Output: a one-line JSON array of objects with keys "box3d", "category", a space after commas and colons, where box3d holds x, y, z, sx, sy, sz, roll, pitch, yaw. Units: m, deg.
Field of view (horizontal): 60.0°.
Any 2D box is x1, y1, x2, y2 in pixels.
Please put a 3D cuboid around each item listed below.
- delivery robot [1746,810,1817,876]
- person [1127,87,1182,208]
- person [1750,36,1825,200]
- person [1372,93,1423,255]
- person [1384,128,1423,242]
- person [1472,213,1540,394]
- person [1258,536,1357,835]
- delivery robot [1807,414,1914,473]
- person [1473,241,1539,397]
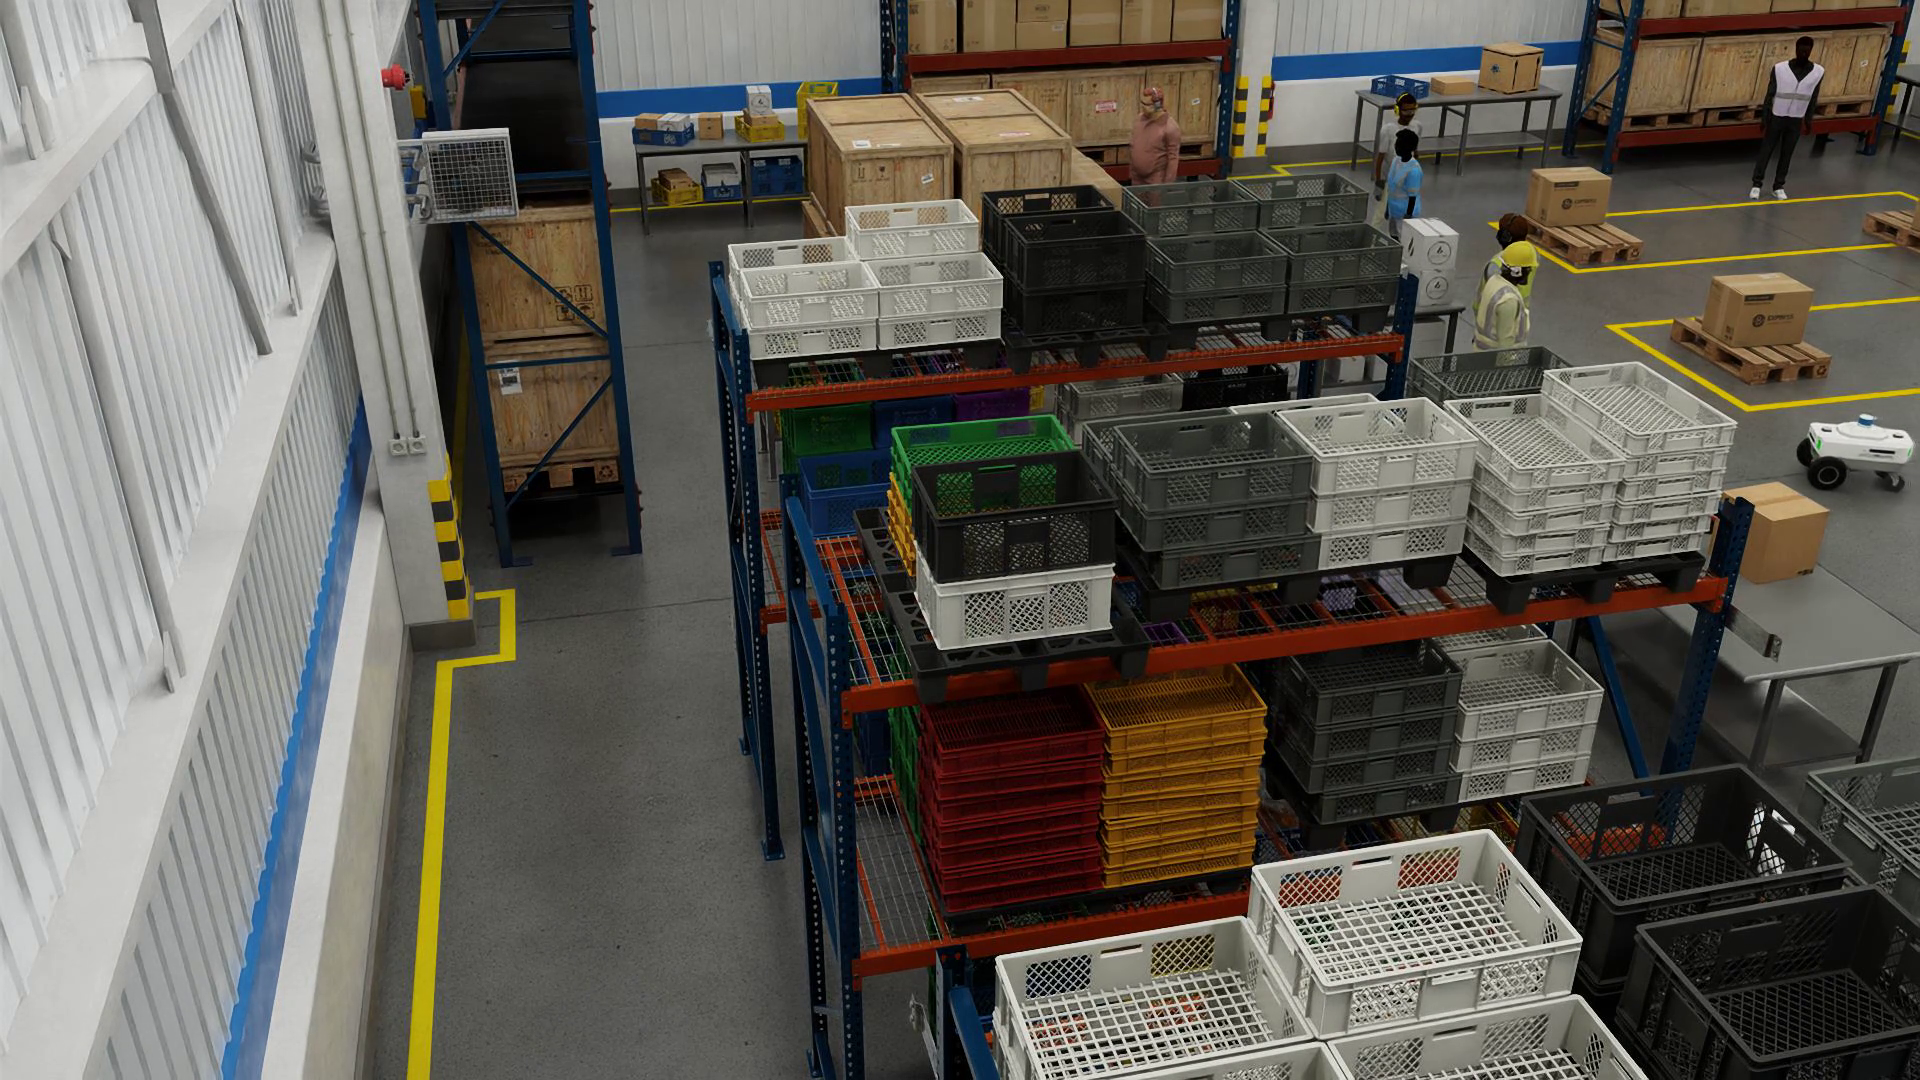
[{"box3d": [4.263, 1.668, 8.453, 0.477, 0.478, 0.707, 2, 28, 4], "category": "delivery robot"}, {"box3d": [1.988, -3.796, 17.485, 0.406, 1.902, 0.636, -20, 34, -33], "category": "person"}, {"box3d": [9.847, -5.024, 19.796, 0.590, 1.919, 0.397, 5, 28, 10], "category": "person"}, {"box3d": [4.590, -3.778, 17.501, 0.515, 1.863, 0.352, -9, 29, -16], "category": "person"}, {"box3d": [4.454, -3.303, 16.775, 0.323, 1.690, 0.536, -4, 28, -8], "category": "person"}, {"box3d": [4.445, -1.800, 13.760, 0.429, 1.844, 0.626, 25, 37, 38], "category": "person"}, {"box3d": [1.900, 0.714, 8.902, 0.418, 1.936, 0.642, 21, 35, 35], "category": "person"}, {"box3d": [7.047, -0.746, 13.033, 0.707, 0.478, 0.477, 6, 28, 12], "category": "delivery robot"}, {"box3d": [4.270, -1.481, 13.179, 0.403, 1.823, 0.594, 3, 28, 6], "category": "person"}]
